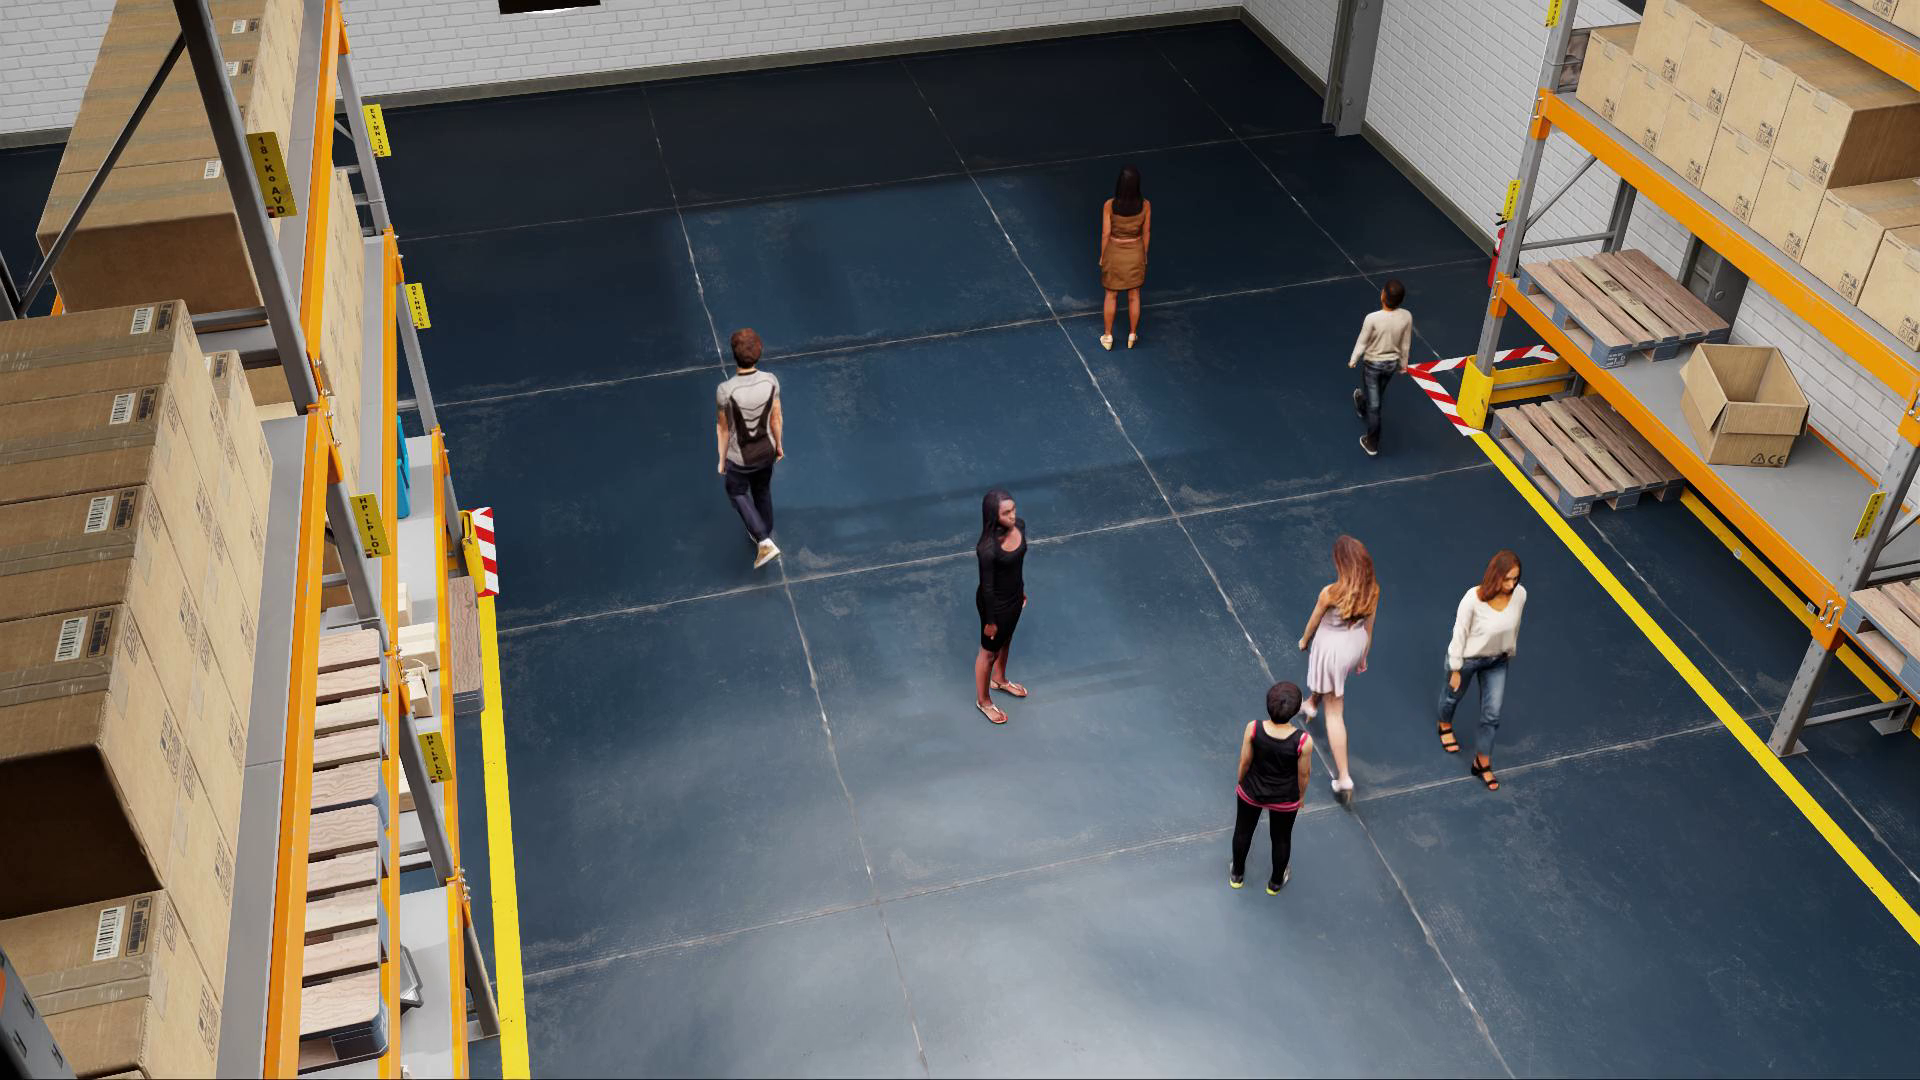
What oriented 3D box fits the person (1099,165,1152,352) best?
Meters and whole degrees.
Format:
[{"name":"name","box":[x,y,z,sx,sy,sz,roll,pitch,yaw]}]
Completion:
[{"name":"person","box":[1.378,-2.367,13.993,0.599,1.689,0.556,-3,39,-4]}]

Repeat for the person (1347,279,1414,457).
[{"name":"person","box":[3.275,-1.304,12.863,0.606,1.439,0.937,-7,39,-9]}]

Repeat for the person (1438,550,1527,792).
[{"name":"person","box":[3.145,0.669,10.215,0.680,1.661,0.866,-7,39,-8]}]

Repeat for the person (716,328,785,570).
[{"name":"person","box":[-1.428,-0.576,11.602,0.791,1.873,0.965,-19,43,-23]}]

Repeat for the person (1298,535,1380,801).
[{"name":"person","box":[2.291,0.802,10.012,0.592,1.706,1.132,-11,40,-13]}]

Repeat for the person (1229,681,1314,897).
[{"name":"person","box":[1.748,1.397,9.390,0.627,1.552,0.657,12,40,15]}]

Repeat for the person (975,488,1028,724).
[{"name":"person","box":[0.256,0.391,10.514,0.728,1.721,0.674,21,43,24]}]
